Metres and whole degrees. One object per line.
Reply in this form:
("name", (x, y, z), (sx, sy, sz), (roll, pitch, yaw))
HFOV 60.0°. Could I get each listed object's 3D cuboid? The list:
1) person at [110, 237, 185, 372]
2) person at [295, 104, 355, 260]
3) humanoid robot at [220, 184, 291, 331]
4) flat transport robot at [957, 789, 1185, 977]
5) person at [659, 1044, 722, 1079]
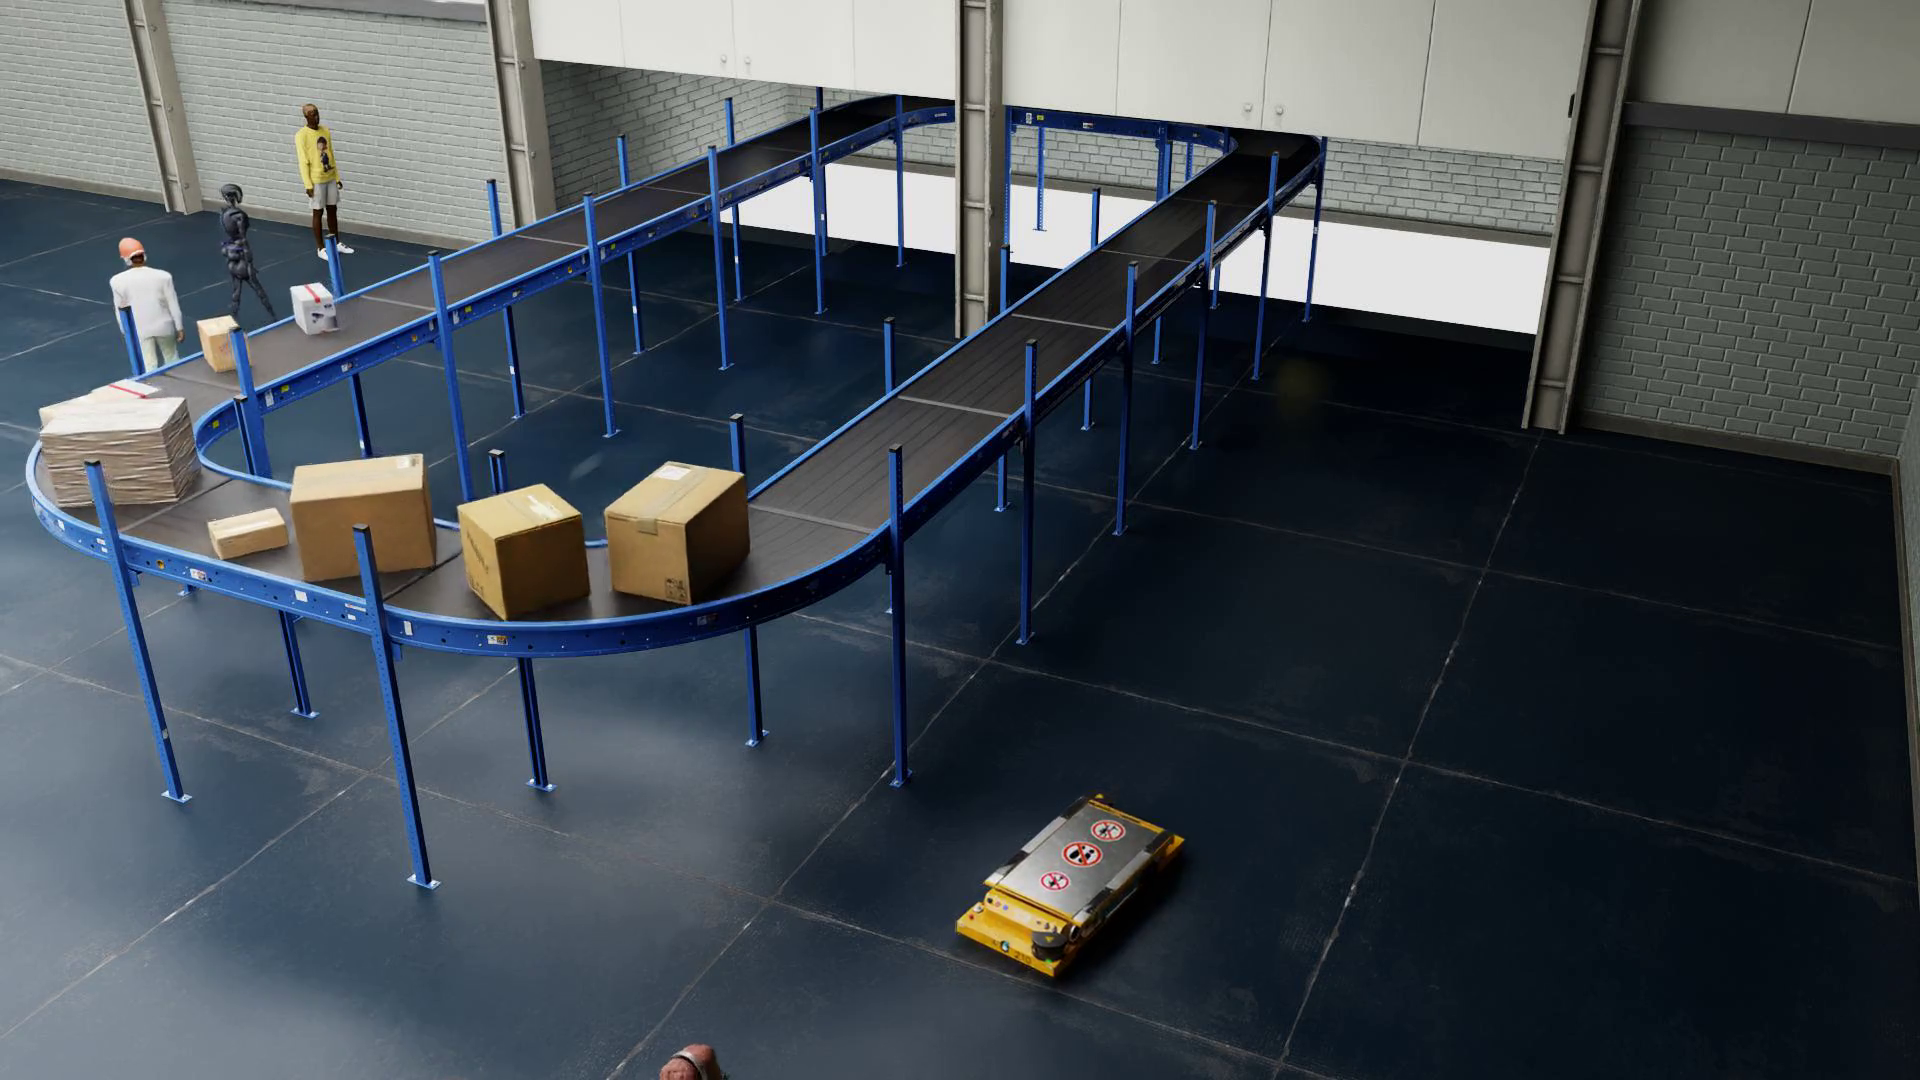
("person", (-7.773, -2.053, 15.992), (0.569, 1.719, 0.788), (-13, 29, -24))
("person", (-7.907, -4.443, 20.596), (0.375, 1.899, 0.547), (12, 29, 23))
("humanoid robot", (-7.795, -3.078, 18.127), (0.711, 1.629, 0.605), (-20, 33, -35))
("flat transport robot", (0.662, 1.940, 9.567), (0.659, 0.231, 1.431), (18, 32, 32))
("person", (-0.997, 2.701, 6.238), (0.616, 1.870, 0.659), (-20, 33, -35))
